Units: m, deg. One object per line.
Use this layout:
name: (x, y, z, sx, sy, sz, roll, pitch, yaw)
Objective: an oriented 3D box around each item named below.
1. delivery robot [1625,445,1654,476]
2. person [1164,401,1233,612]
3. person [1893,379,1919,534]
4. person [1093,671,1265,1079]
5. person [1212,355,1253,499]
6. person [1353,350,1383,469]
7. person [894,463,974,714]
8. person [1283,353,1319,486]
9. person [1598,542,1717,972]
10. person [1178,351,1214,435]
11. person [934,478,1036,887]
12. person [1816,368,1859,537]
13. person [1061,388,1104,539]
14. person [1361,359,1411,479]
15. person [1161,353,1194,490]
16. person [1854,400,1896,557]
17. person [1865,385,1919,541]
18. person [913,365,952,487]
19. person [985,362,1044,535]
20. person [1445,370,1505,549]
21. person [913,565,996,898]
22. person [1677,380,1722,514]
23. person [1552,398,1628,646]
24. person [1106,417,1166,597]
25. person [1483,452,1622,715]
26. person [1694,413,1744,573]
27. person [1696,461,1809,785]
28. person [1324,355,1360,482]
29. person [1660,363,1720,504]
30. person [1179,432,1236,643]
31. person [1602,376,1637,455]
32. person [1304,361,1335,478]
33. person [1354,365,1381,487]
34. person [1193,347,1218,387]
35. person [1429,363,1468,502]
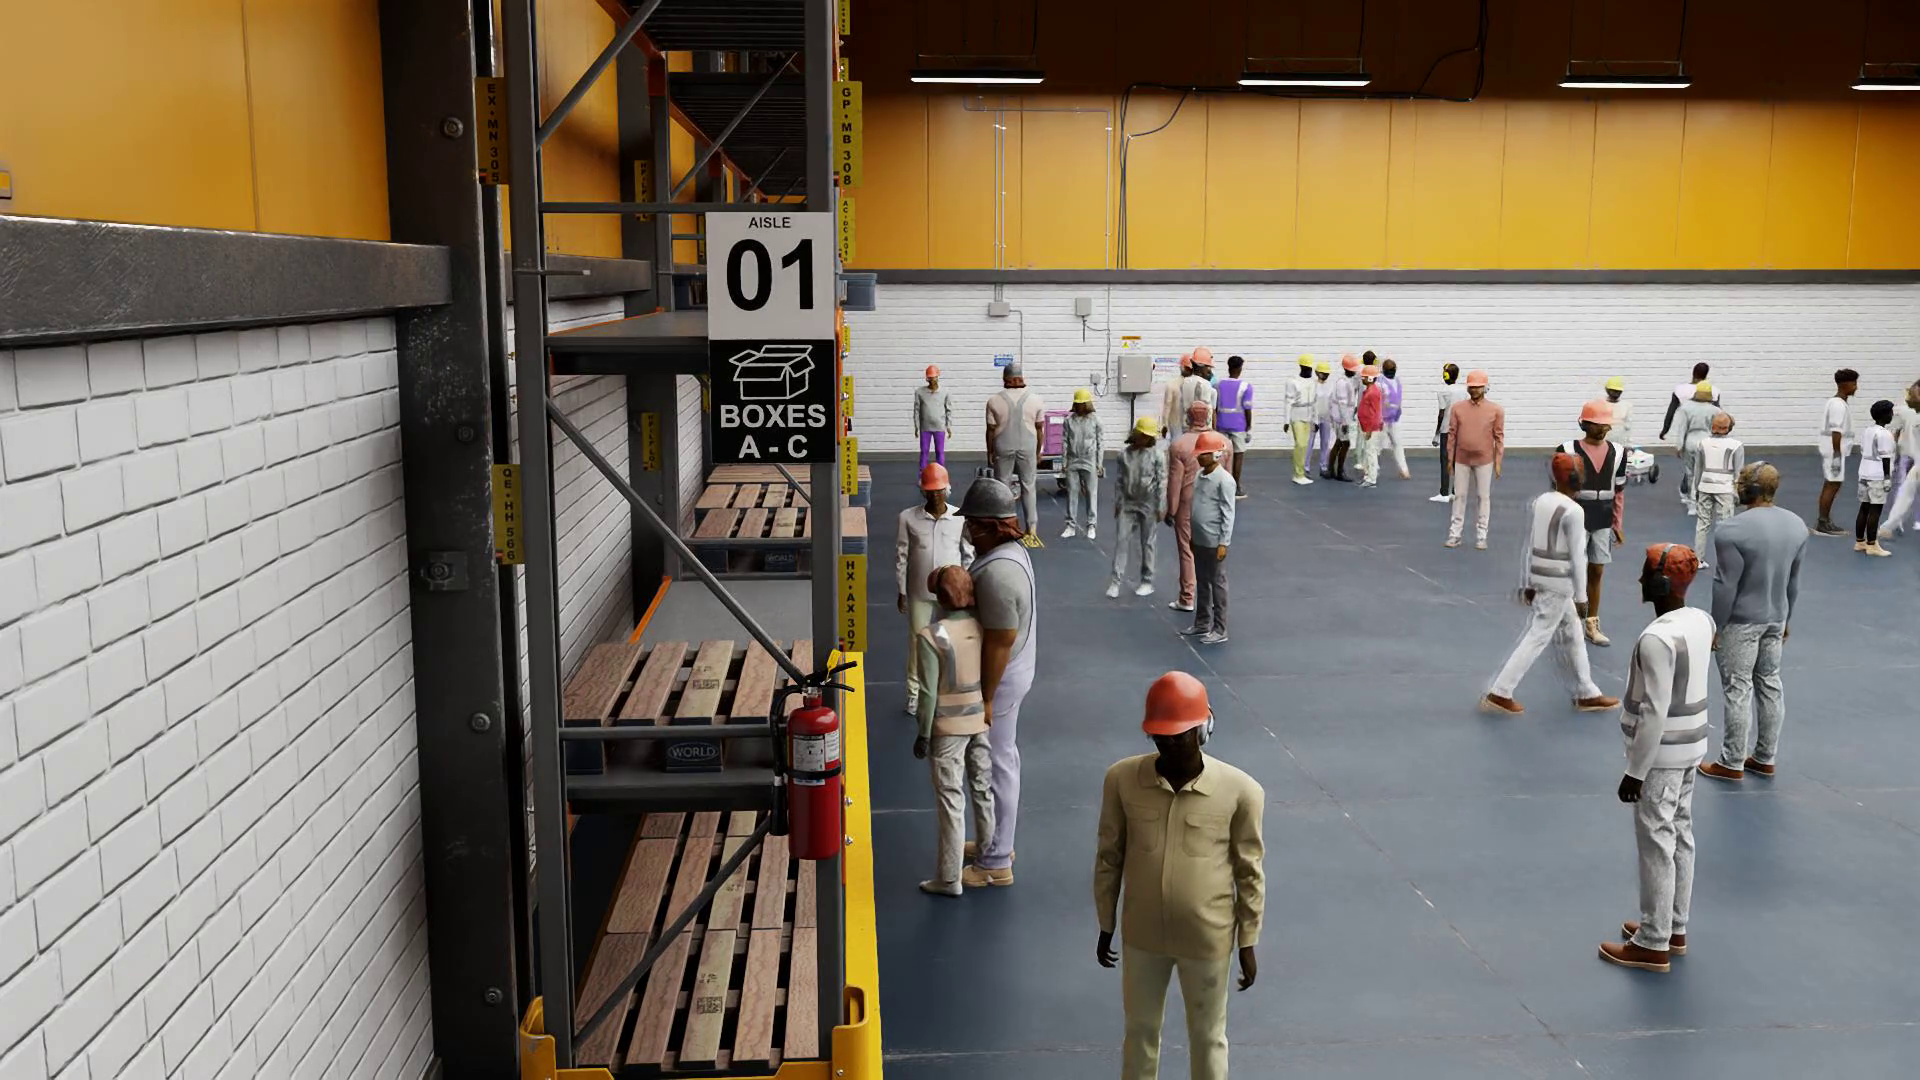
delivery robot: (9.808, -1.133, 24.190, 0.477, 0.478, 0.707, 8, 12, 42)
person: (2.137, -0.303, 15.045, 0.652, 1.904, 0.402, -4, 10, -21)
person: (11.252, -0.985, 19.609, 0.516, 1.827, 0.968, 8, 12, 40)
person: (0.714, 1.289, 5.520, 0.576, 1.749, 0.335, 3, 10, 20)
person: (3.705, -1.540, 22.673, 0.604, 1.954, 0.378, 6, 11, 32)
person: (6.363, -2.024, 25.964, 0.508, 1.872, 0.329, 3, 9, 17)
person: (-0.176, 0.335, 11.512, 0.559, 1.752, 0.325, -1, 9, -4)
person: (4.978, -1.750, 24.102, 0.624, 1.911, 0.429, -6, 11, -35)
person: (3.066, 0.944, 7.285, 0.355, 1.883, 0.574, 8, 12, 43)
person: (3.159, -1.485, 22.063, 0.403, 2.032, 0.611, -5, 10, -28)
person: (0.107, 0.698, 8.334, 0.537, 2.000, 0.682, 1, 9, 5)
person: (10.224, -1.027, 19.402, 0.361, 1.963, 0.614, 4, 10, 23)
person: (1.404, -0.880, 19.180, 0.492, 1.740, 0.325, 3, 9, 17)
person: (6.379, -1.802, 24.882, 0.664, 1.799, 0.801, -6, 11, -35)
person: (3.069, -1.606, 23.049, 0.626, 1.962, 0.577, -6, 11, -34)
person: (9.922, -0.670, 18.004, 0.318, 1.697, 0.535, 1, 9, 4)
person: (10.810, -0.853, 18.834, 0.942, 1.794, 0.529, 7, 11, 36)
person: (-0.394, -1.635, 23.878, 0.561, 1.753, 0.331, 1, 9, 4)
person: (0.631, -1.071, 19.441, 0.680, 2.000, 0.535, 0, 9, -2)
person: (5.707, -0.893, 18.463, 0.612, 1.996, 0.388, 5, 10, 29)
person: (-0.011, 0.929, 8.138, 0.514, 1.640, 0.315, -8, 12, -40)
person: (9.478, -1.194, 21.285, 0.506, 1.686, 0.919, 6, 11, 34)
person: (5.147, -0.141, 13.599, 0.606, 2.042, 0.379, -1, 9, -4)
person: (1.639, -0.292, 15.594, 0.527, 1.701, 0.671, 3, 10, 20)
person: (4.088, 0.310, 11.423, 1.000, 1.836, 0.587, 0, 9, -3)
person: (7.748, -0.480, 17.019, 0.312, 1.634, 0.514, -6, 11, -35)
person: (4.723, 0.494, 9.938, 0.630, 1.939, 0.370, -3, 10, -20)
person: (5.614, -1.790, 24.462, 0.560, 1.887, 0.635, 4, 10, 24)
person: (9.761, -1.435, 22.246, 0.612, 1.864, 0.949, 0, 9, 3)
person: (2.053, -0.027, 13.790, 0.336, 1.749, 0.564, -4, 10, -23)
person: (8.349, -1.213, 21.266, 0.533, 1.750, 0.551, -1, 9, -6)
person: (5.400, -1.801, 24.930, 0.534, 1.759, 0.342, -3, 10, -18)
person: (5.849, -1.629, 23.840, 0.327, 1.753, 0.563, 1, 9, 9)
person: (3.391, -1.681, 23.309, 0.409, 2.035, 0.613, 5, 10, 27)
person: (6.551, -1.436, 22.274, 0.510, 1.870, 0.328, -5, 10, -27)
